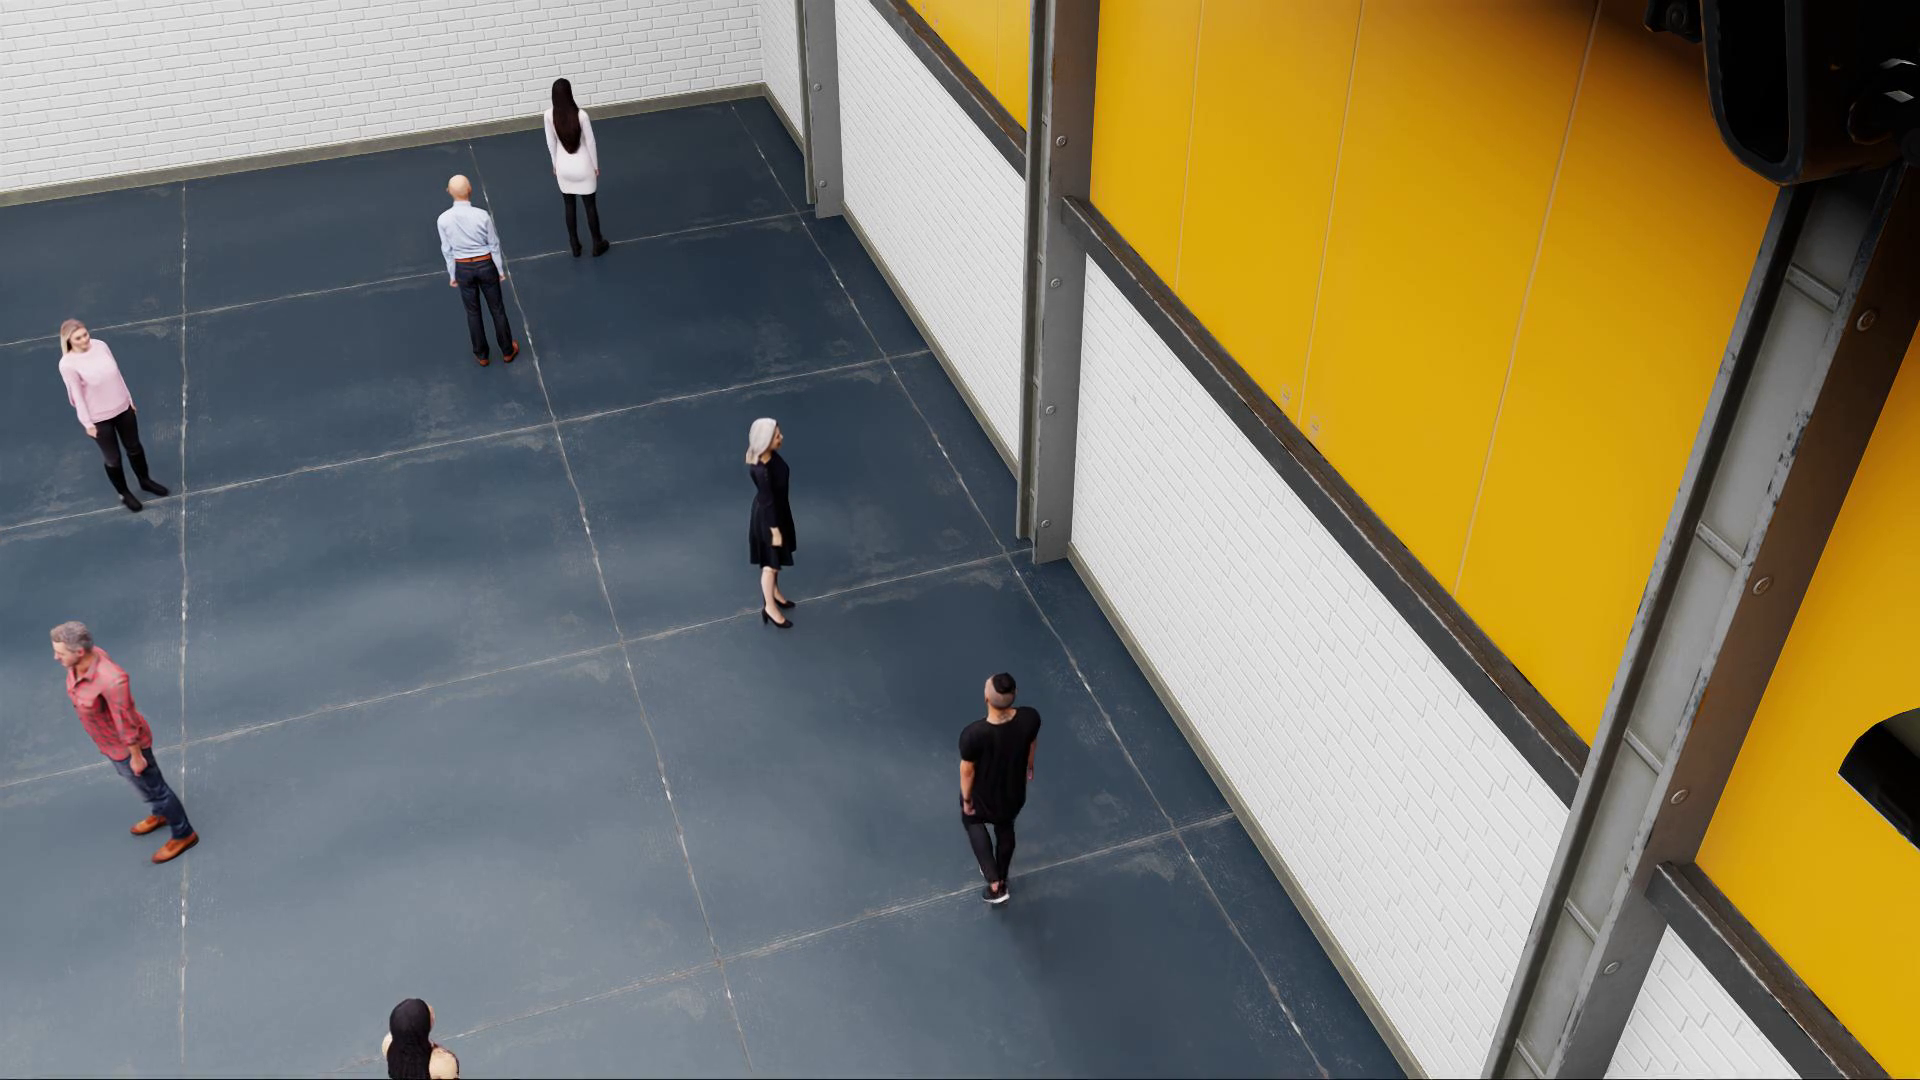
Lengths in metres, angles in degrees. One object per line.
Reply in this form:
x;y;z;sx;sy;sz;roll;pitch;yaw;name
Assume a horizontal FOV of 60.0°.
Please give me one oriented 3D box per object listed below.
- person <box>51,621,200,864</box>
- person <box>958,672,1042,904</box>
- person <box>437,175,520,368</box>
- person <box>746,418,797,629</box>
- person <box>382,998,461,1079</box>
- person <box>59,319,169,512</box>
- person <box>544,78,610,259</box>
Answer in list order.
-5.076;1.189;10.088;0.669;1.829;0.821;31;48;32;person
0.252;1.476;9.710;0.677;1.853;0.707;-14;41;-17;person
-4.226;-2.344;14.546;0.667;1.787;0.606;-8;39;-10;person
-1.337;-0.134;11.814;0.737;1.743;0.605;-1;39;-1;person
-2.564;2.861;8.048;0.887;1.763;0.958;14;41;17;person
-6.651;-1.003;12.949;0.740;1.685;0.685;18;42;21;person
-3.739;-3.592;16.092;0.676;1.807;0.643;1;39;2;person
